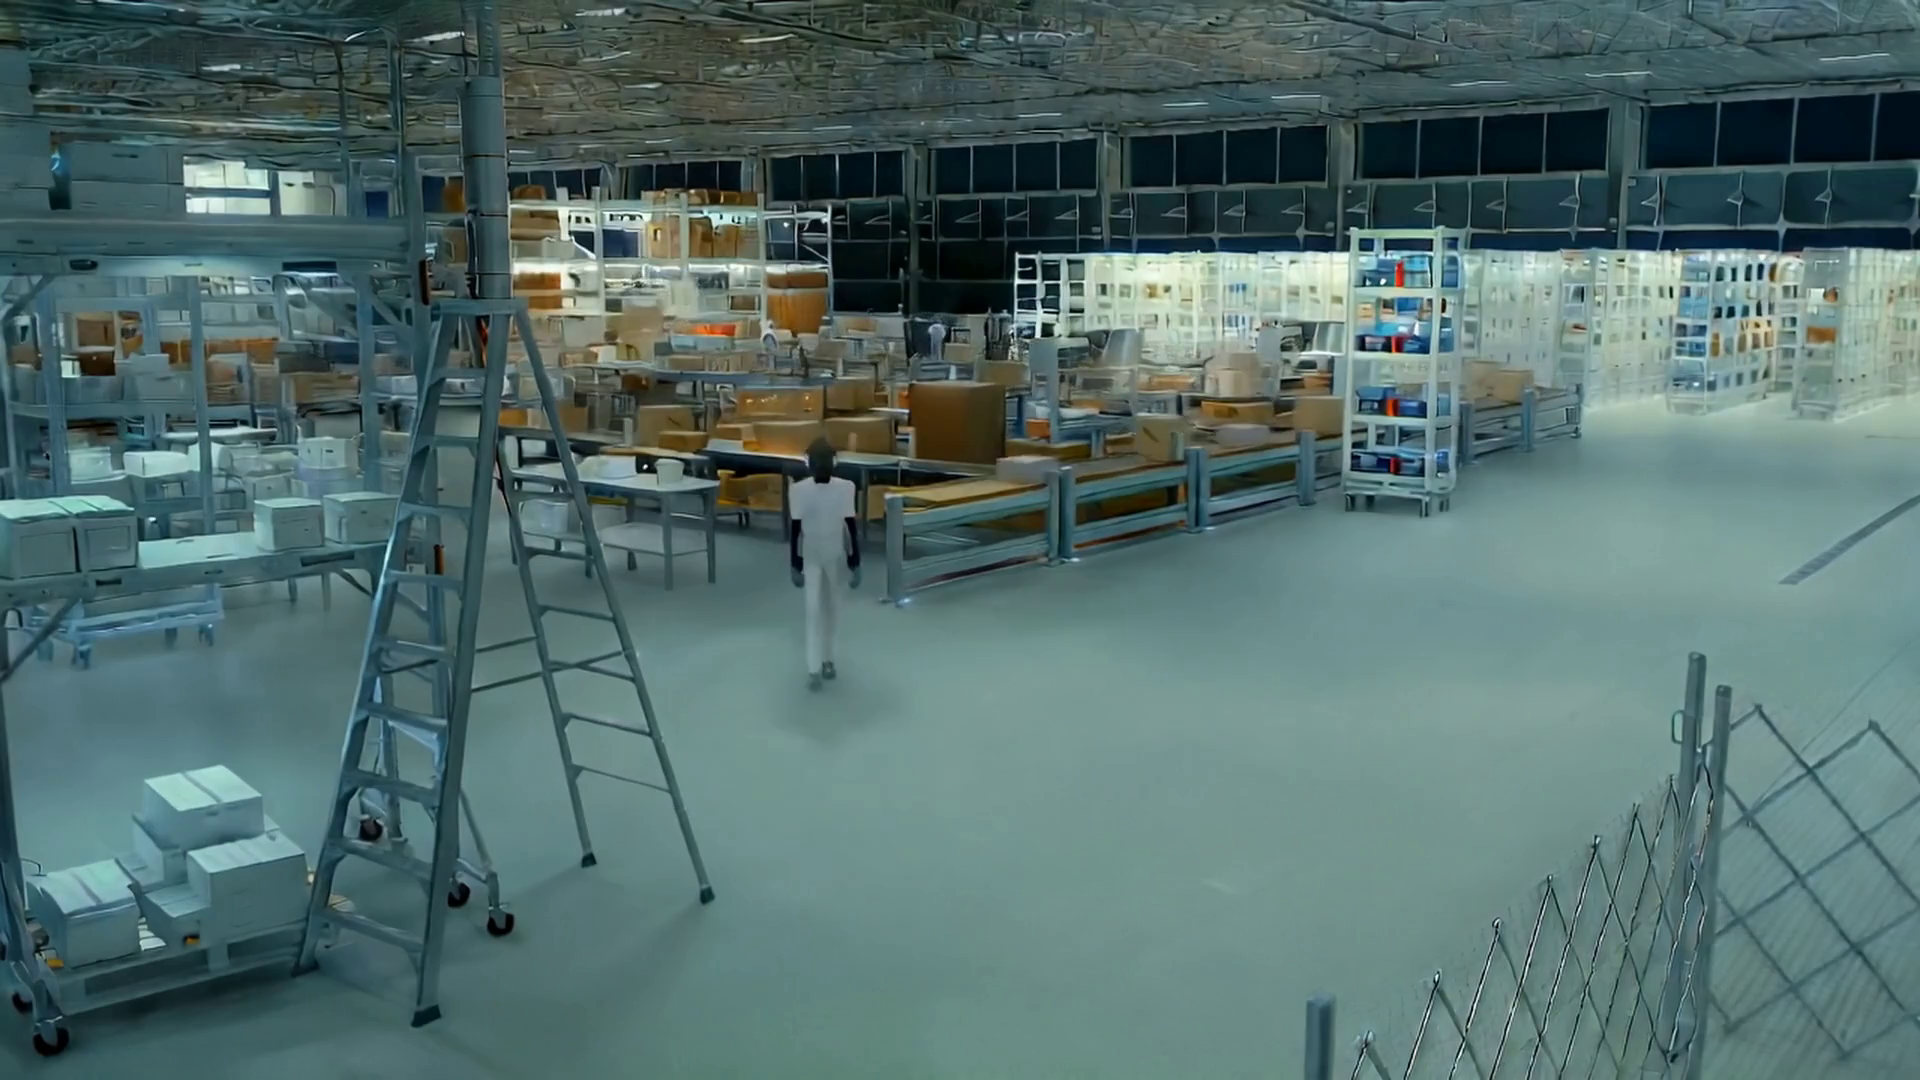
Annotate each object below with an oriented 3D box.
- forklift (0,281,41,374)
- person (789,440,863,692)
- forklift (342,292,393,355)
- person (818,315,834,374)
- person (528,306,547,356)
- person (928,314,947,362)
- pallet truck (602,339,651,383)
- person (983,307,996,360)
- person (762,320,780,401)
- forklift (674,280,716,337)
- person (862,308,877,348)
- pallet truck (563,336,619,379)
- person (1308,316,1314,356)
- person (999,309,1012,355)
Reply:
[{"bbox_3d":[-25.968,-5.617,45.090,1.873,2.768,1.129,6,11,34],"label":"forklift"},{"bbox_3d":[-0.972,0.191,12.133,0.516,1.831,0.933,-2,9,-9],"label":"person"},{"bbox_3d":[-16.485,-5.622,45.120,1.129,2.768,1.873,7,11,37],"label":"forklift"},{"bbox_3d":[-3.814,-5.546,47.899,0.404,1.833,0.600,-9,13,-43],"label":"person"},{"bbox_3d":[-15.451,-7.541,60.299,0.662,1.853,1.044,8,12,40],"label":"person"},{"bbox_3d":[-0.685,-5.863,49.861,0.589,1.835,0.436,-2,9,-10],"label":"person"},{"bbox_3d":[-8.991,-4.871,45.351,0.653,1.274,1.630,7,11,37],"label":"pallet truck"},{"bbox_3d":[0.987,-7.073,57.222,0.400,1.905,0.643,4,10,24],"label":"person"},{"bbox_3d":[-4.496,-4.224,39.324,0.401,1.952,0.636,1,9,8],"label":"person"},{"bbox_3d":[-9.445,-7.619,57.583,1.129,2.768,1.873,7,11,37],"label":"forklift"},{"bbox_3d":[-3.455,-8.031,63.703,0.587,1.735,0.390,-1,9,-5],"label":"person"},{"bbox_3d":[-10.690,-5.294,48.215,1.601,1.201,0.680,-5,10,-26],"label":"pallet truck"},{"bbox_3d":[10.480,-5.908,50.243,0.608,1.804,0.513,-1,9,-7],"label":"person"},{"bbox_3d":[1.701,-7.722,61.807,0.485,1.734,0.355,-2,9,-14],"label":"person"}]
